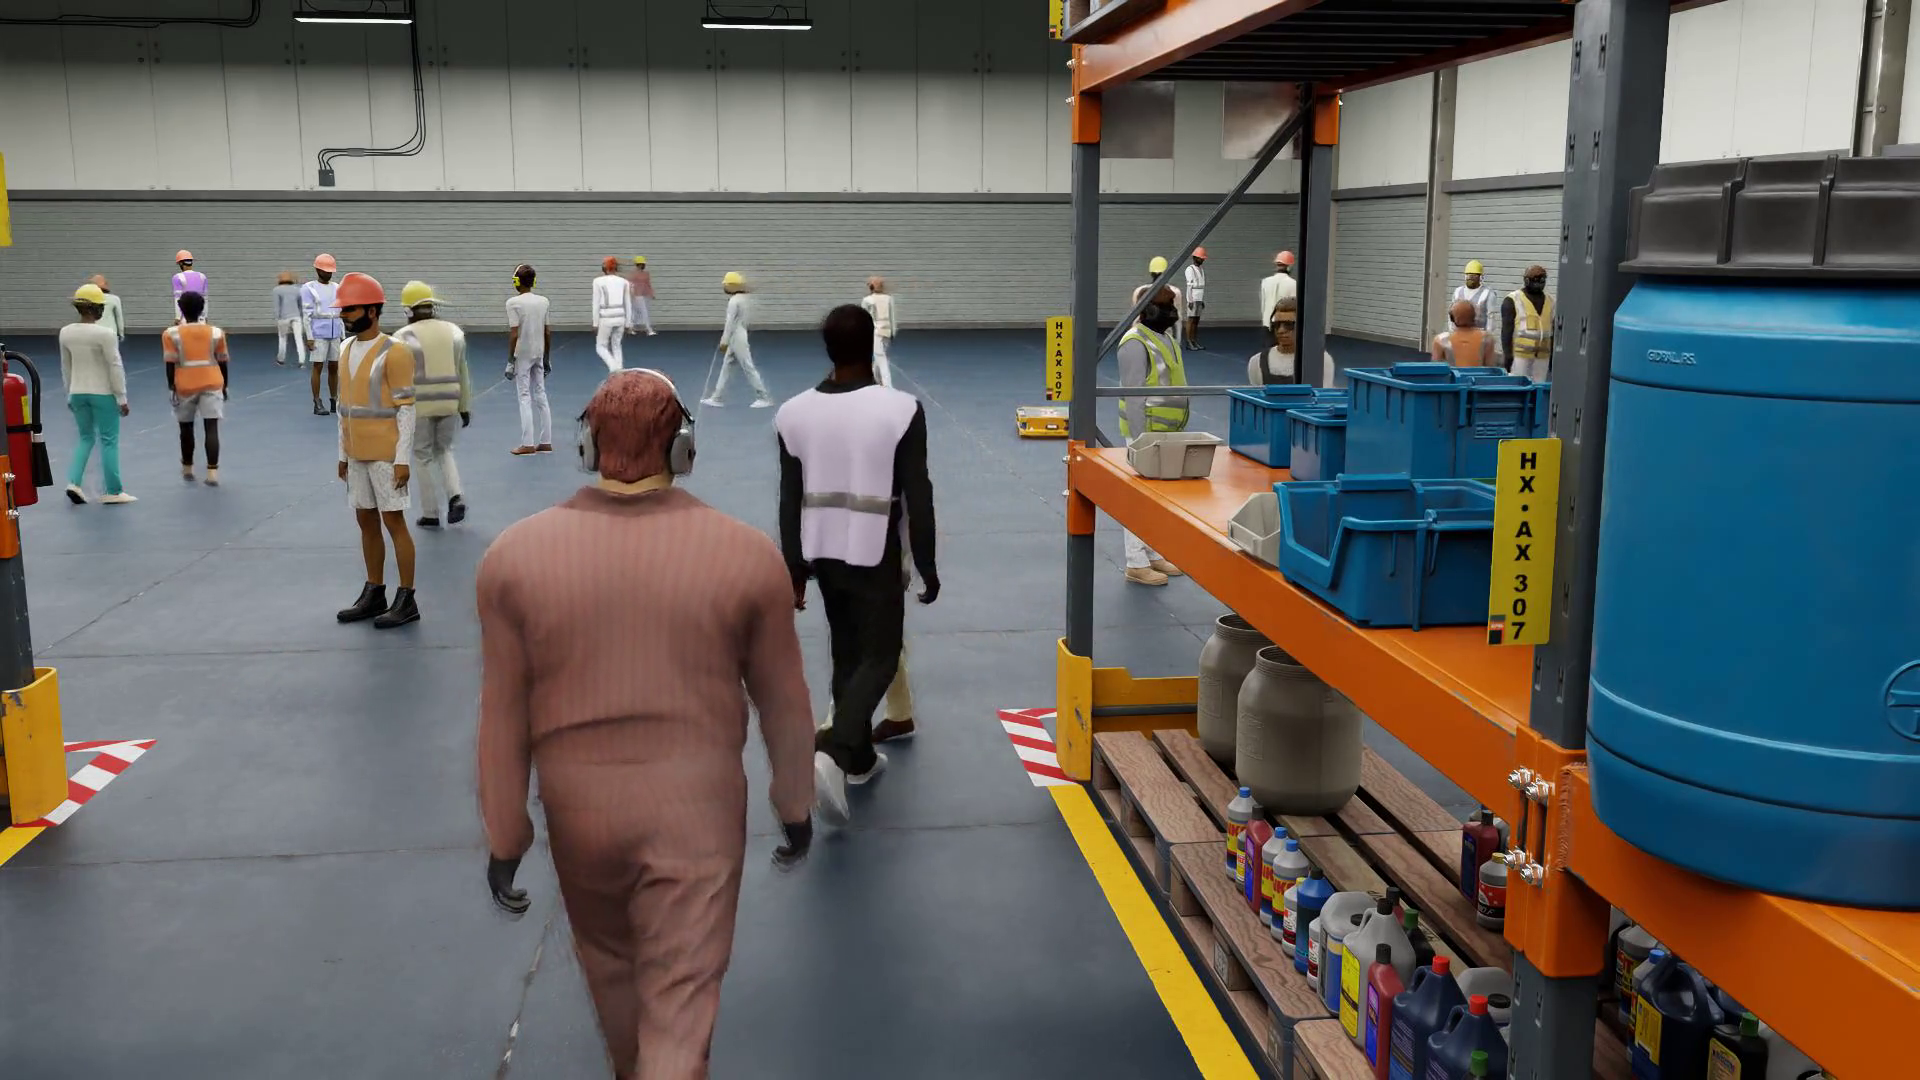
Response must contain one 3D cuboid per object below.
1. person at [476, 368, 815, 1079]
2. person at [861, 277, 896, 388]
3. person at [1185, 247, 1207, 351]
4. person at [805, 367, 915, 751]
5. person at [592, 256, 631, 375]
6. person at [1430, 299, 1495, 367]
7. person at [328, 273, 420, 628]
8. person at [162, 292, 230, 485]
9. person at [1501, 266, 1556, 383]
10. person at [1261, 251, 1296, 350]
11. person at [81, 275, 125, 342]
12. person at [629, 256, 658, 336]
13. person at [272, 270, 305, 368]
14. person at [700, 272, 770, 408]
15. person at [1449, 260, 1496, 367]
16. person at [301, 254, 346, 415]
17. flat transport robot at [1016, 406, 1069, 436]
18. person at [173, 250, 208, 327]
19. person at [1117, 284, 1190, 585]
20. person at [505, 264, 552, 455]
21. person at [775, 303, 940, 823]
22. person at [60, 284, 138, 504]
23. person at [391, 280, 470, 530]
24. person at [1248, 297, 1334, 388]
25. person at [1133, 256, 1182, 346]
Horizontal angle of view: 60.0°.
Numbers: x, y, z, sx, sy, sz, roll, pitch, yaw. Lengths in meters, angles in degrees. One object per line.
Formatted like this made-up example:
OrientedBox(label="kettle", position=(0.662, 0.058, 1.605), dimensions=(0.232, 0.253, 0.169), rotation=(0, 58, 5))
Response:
OrientedBox(label="person", position=(-0.651, 0.558, 3.614), dimensions=(0.677, 1.851, 0.993), rotation=(0, 10, -1))
OrientedBox(label="person", position=(-1.149, -2.767, 22.572), dimensions=(0.535, 1.586, 0.870), rotation=(-9, 14, -42))
OrientedBox(label="person", position=(4.449, -4.528, 31.284), dimensions=(0.358, 1.937, 0.544), rotation=(7, 12, 32))
OrientedBox(label="person", position=(-0.476, 0.087, 6.868), dimensions=(0.680, 1.609, 0.514), rotation=(-5, 12, -28))
OrientedBox(label="person", position=(-4.882, -3.046, 23.336), dimensions=(0.605, 1.869, 0.452), rotation=(-9, 14, -42))
OrientedBox(label="person", position=(4.061, -1.141, 13.527), dimensions=(0.526, 1.622, 0.475), rotation=(0, 10, 0))
OrientedBox(label="person", position=(-3.229, -0.487, 9.121), dimensions=(0.551, 1.936, 0.357), rotation=(6, 12, 31))
OrientedBox(label="person", position=(-6.641, -1.324, 14.478), dimensions=(0.545, 1.646, 0.867), rotation=(-7, 12, -33))
OrientedBox(label="person", position=(5.895, -1.905, 17.205), dimensions=(0.650, 1.838, 0.437), rotation=(-2, 11, -13))
OrientedBox(label="person", position=(4.270, -2.903, 22.358), dimensions=(0.610, 1.952, 1.015), rotation=(8, 13, 36))
OrientedBox(label="person", position=(-11.695, -2.802, 22.726), dimensions=(0.500, 1.605, 0.740), rotation=(-4, 11, -22))
OrientedBox(label="person", position=(-6.952, -5.306, 36.138), dimensions=(0.923, 1.722, 0.526), rotation=(5, 12, 26))
OrientedBox(label="person", position=(-10.990, -3.616, 27.252), dimensions=(0.520, 1.583, 0.878), rotation=(-8, 13, -39))
OrientedBox(label="person", position=(-2.798, -2.492, 20.772), dimensions=(0.898, 1.696, 0.500), rotation=(0, 10, -1))
OrientedBox(label="person", position=(6.386, -2.574, 20.841), dimensions=(0.591, 1.837, 0.403), rotation=(9, 14, 41))
OrientedBox(label="person", position=(-7.613, -2.468, 20.012), dimensions=(0.375, 1.928, 0.542), rotation=(7, 12, 34))
OrientedBox(label="flat transport robot", position=(0.960, -1.307, 18.190), dimensions=(0.652, 0.197, 1.431), rotation=(0, 10, 0))
OrientedBox(label="person", position=(-11.725, -3.441, 25.344), dimensions=(0.368, 1.929, 0.542), rotation=(6, 12, 31))
OrientedBox(label="person", position=(1.207, -0.658, 10.324), dimensions=(0.429, 1.847, 0.626), rotation=(5, 11, 25))
OrientedBox(label="person", position=(-4.238, -1.761, 16.305), dimensions=(0.316, 1.867, 0.531), rotation=(7, 13, 35))
OrientedBox(label="person", position=(-0.415, 0.073, 6.193), dimensions=(0.598, 1.893, 0.817), rotation=(4, 11, 23))
OrientedBox(label="person", position=(-6.915, -1.145, 13.267), dimensions=(0.546, 1.758, 0.470), rotation=(2, 11, 13))
OrientedBox(label="person", position=(-3.865, -0.971, 12.098), dimensions=(0.417, 1.816, 0.618), rotation=(9, 14, 41))
OrientedBox(label="person", position=(1.927, -0.518, 9.716), dimensions=(0.511, 1.801, 0.995), rotation=(3, 11, 17))
OrientedBox(label="person", position=(2.320, -2.391, 19.655), dimensions=(0.591, 1.908, 0.704), rotation=(-1, 10, -7))
